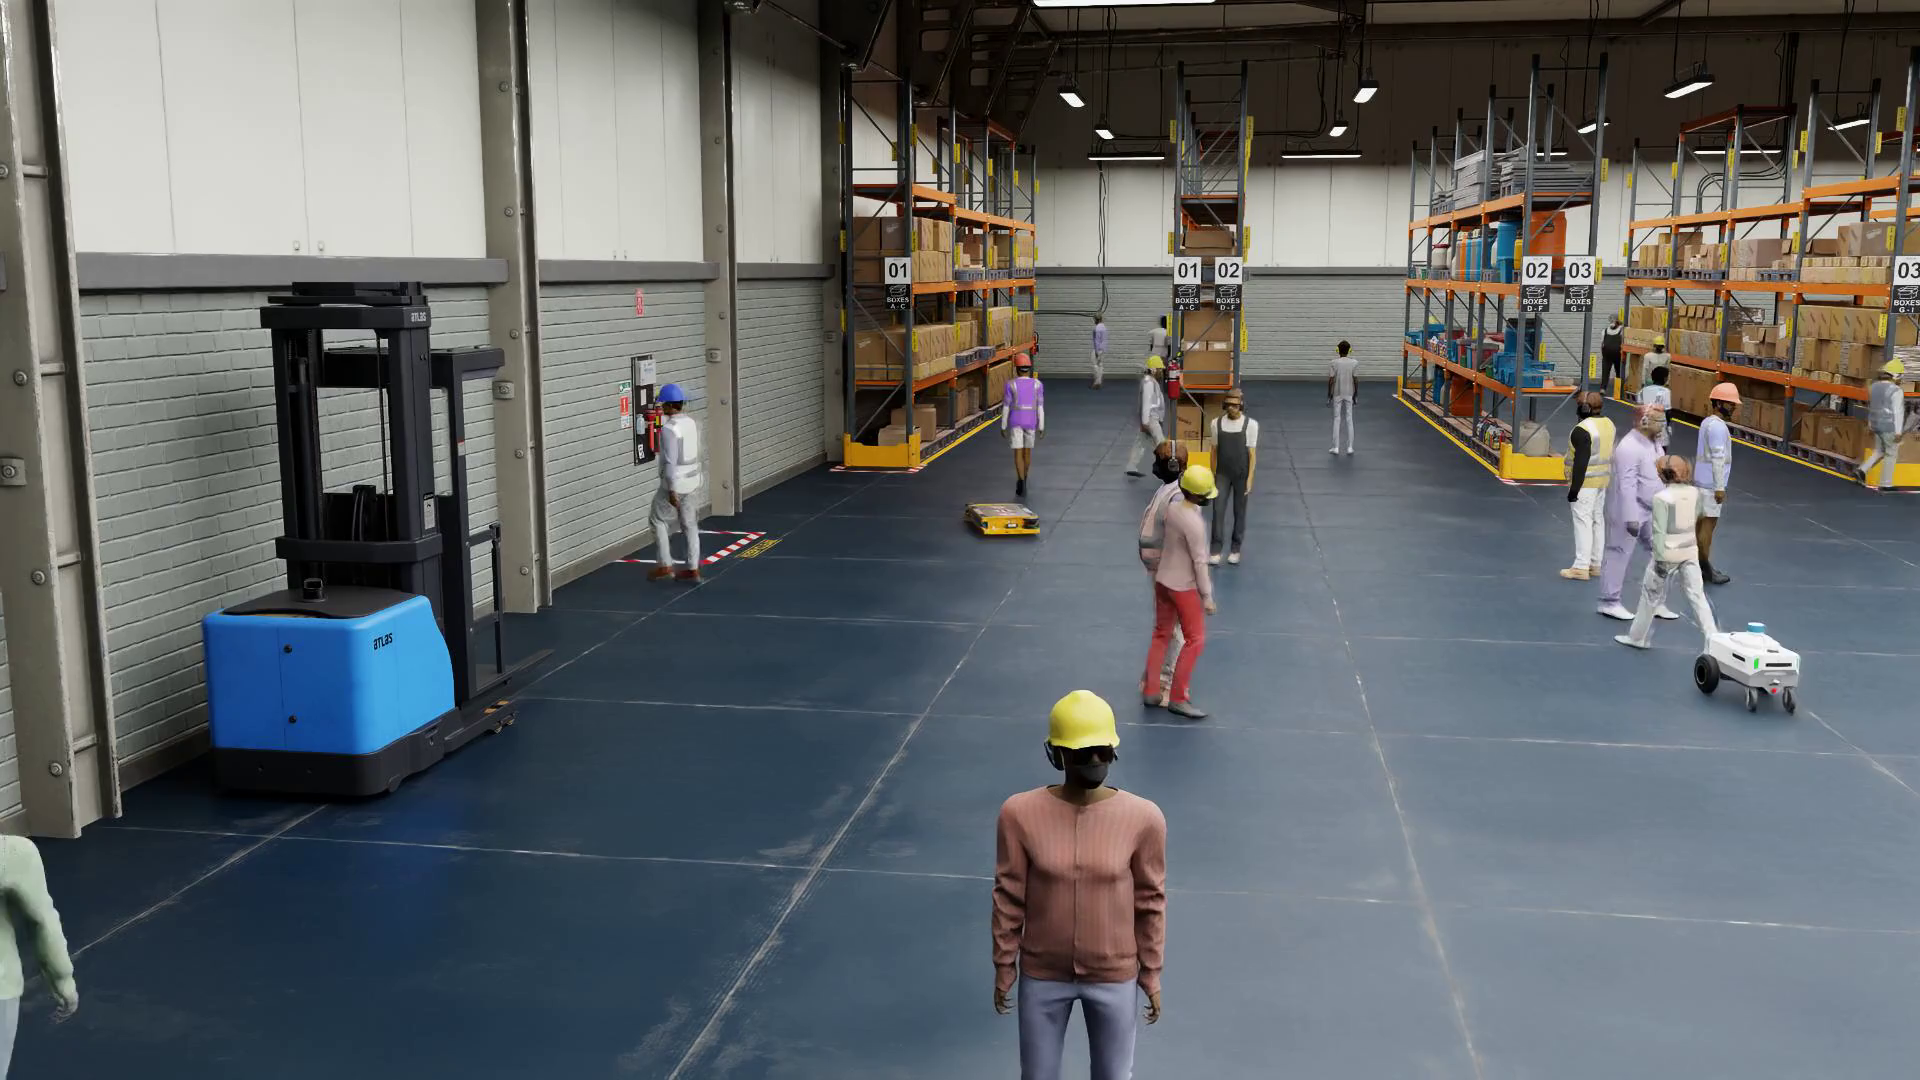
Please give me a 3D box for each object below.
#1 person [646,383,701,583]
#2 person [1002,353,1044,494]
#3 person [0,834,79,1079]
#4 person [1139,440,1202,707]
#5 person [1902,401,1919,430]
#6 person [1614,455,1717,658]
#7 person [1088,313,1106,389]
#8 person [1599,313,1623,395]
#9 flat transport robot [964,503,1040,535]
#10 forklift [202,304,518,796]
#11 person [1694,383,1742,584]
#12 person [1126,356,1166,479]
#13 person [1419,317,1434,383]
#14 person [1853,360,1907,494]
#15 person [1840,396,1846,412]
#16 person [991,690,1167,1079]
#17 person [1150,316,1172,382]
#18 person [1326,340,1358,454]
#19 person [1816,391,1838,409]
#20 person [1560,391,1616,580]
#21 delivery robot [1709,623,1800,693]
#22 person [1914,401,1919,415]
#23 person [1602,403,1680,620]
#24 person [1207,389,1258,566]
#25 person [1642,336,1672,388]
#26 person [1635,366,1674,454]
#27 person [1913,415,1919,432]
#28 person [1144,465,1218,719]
[{"bbox_3d":[-2.804,-0.549,16.087,0.635,1.928,0.619,4,10,23],"label":"person"},{"bbox_3d":[0.847,-1.589,22.629,0.560,1.899,0.900,-2,9,-13],"label":"person"},{"bbox_3d":[-3.039,1.394,5.148,0.524,1.579,0.873,-1,9,-4],"label":"person"},{"bbox_3d":[1.461,0.220,11.619,0.429,1.843,0.633,0,9,-3],"label":"person"},{"bbox_3d":[16.544,-2.623,29.010,0.689,1.911,0.636,-5,10,-26],"label":"person"},{"bbox_3d":[5.591,0.126,12.974,0.518,1.591,0.896,-4,10,-22],"label":"person"},{"bbox_3d":[3.514,-4.837,42.544,0.434,1.936,0.643,4,10,21],"label":"person"},{"bbox_3d":[15.950,-4.547,40.541,0.682,2.000,1.067,6,11,34],"label":"person"},{"bbox_3d":[0.482,-0.261,19.550,0.652,0.197,1.431,-1,9,-9],"label":"flat transport robot"},{"bbox_3d":[-3.673,-0.038,10.147,1.129,2.768,1.873,1,9,9],"label":"forklift"},{"bbox_3d":[7.331,-0.559,16.145,0.376,1.932,0.543,2,9,13],"label":"person"},{"bbox_3d":[2.829,-1.754,23.959,0.915,1.780,0.621,1,9,7],"label":"person"},{"bbox_3d":[12.236,-4.939,43.545,0.477,1.814,0.600,-1,9,-5],"label":"person"},{"bbox_3d":[12.490,-1.529,22.481,0.522,1.812,0.609,-1,9,-7],"label":"person"},{"bbox_3d":[18.993,-3.736,35.770,0.549,1.924,0.631,3,10,16],"label":"person"},{"bbox_3d":[0.359,1.319,5.065,0.533,1.772,0.296,1,9,5],"label":"person"},{"bbox_3d":[4.924,-4.496,40.498,0.628,1.891,1.034,4,10,24],"label":"person"},{"bbox_3d":[6.317,-2.365,27.471,0.518,1.874,0.330,1,9,3],"label":"person"},{"bbox_3d":[16.802,-2.972,32.073,0.526,1.580,0.866,4,10,25],"label":"person"},{"bbox_3d":[6.154,-0.544,16.340,0.634,1.839,0.429,-8,12,-42],"label":"person"},{"bbox_3d":[5.576,0.825,11.688,0.477,0.478,0.707,0,9,-1],"label":"delivery robot"},{"bbox_3d":[15.112,-2.120,25.586,0.637,1.987,1.028,1,9,9],"label":"person"},{"bbox_3d":[5.889,-0.227,14.230,0.685,1.878,0.737,-8,12,-40],"label":"person"},{"bbox_3d":[2.752,-0.621,16.923,0.505,1.808,0.840,3,10,19],"label":"person"},{"bbox_3d":[13.614,-3.130,32.574,0.535,1.747,0.727,2,9,9],"label":"person"},{"bbox_3d":[9.686,-1.595,23.303,0.390,1.682,0.588,-4,10,-24],"label":"person"},{"bbox_3d":[17.417,-2.818,30.267,0.600,1.862,0.578,2,9,12],"label":"person"},{"bbox_3d":[1.486,0.336,11.274,0.377,1.722,0.587,-3,10,-17],"label":"person"}]
